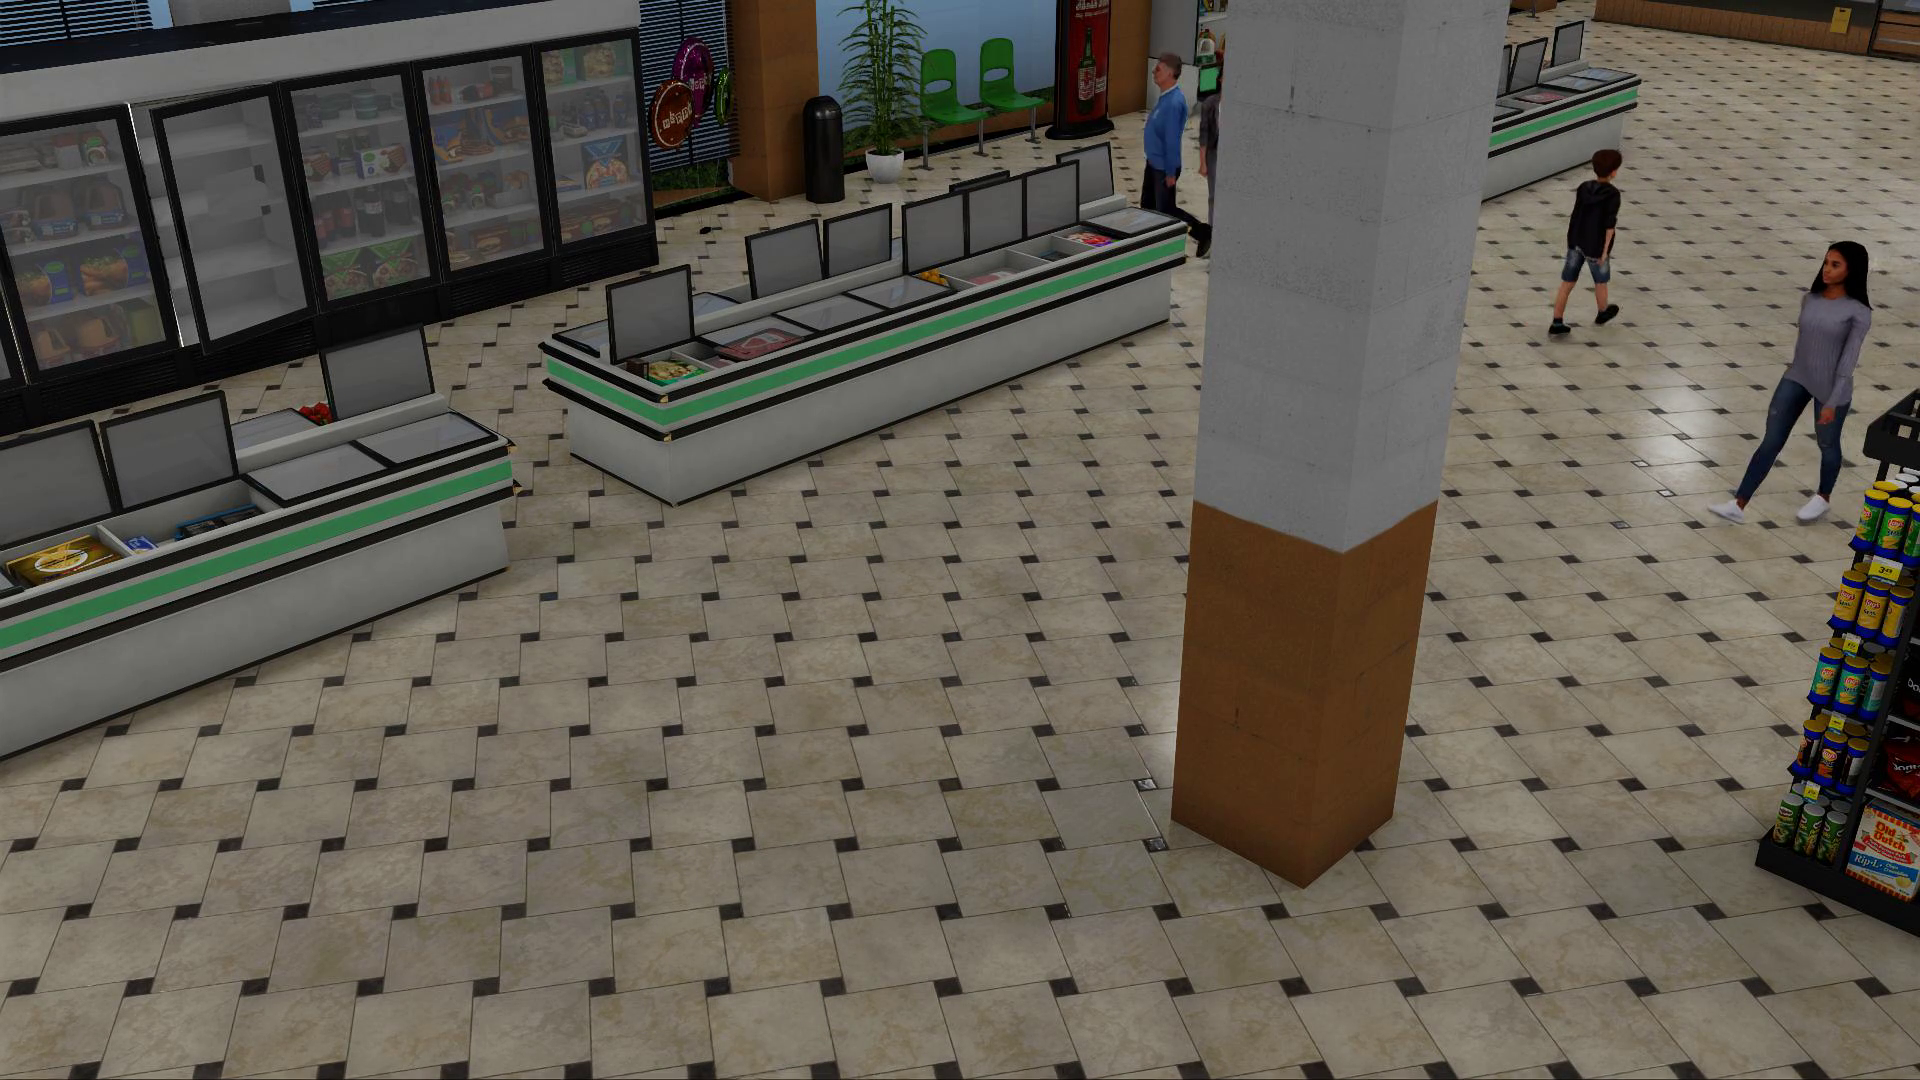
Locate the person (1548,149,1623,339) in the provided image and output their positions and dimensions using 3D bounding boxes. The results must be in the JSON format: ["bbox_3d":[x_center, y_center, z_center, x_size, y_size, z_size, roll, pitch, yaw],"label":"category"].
[{"bbox_3d":[4.683,-2.195,12.496,0.937,1.412,0.572,-21,34,-36],"label":"person"}]

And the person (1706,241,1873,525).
[{"bbox_3d":[4.993,-0.856,9.544,1.209,1.693,0.884,-13,30,-24],"label":"person"}]

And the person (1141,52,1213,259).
[{"bbox_3d":[1.796,-3.181,14.012,1.144,1.799,1.048,-2,27,-4],"label":"person"}]
